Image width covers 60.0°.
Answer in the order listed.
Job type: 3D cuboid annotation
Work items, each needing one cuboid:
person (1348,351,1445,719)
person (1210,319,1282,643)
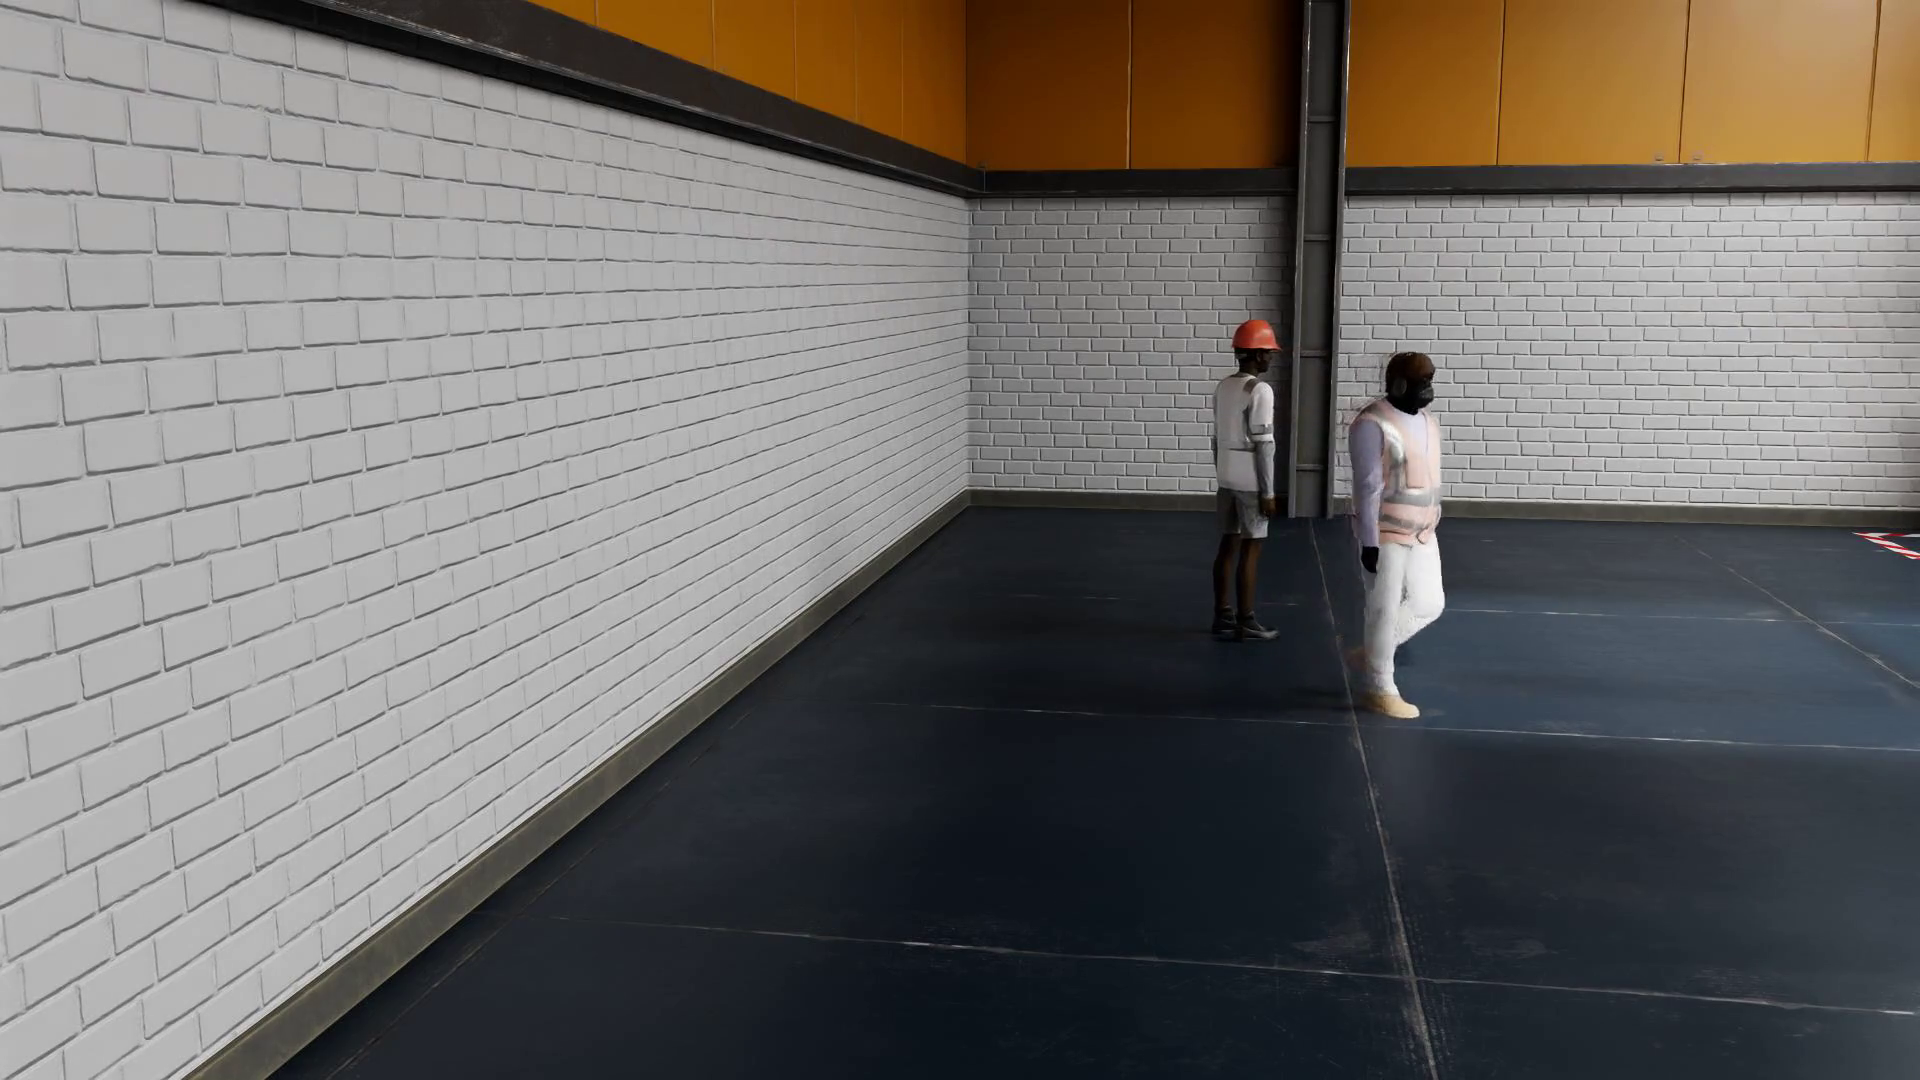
[{"bbox_3d":[2.174,-0.028,8.328,0.639,1.831,0.457,-7,11,-36],"label":"person"},{"bbox_3d":[1.736,-0.356,10.010,0.377,1.935,0.550,-4,10,-22],"label":"person"}]
